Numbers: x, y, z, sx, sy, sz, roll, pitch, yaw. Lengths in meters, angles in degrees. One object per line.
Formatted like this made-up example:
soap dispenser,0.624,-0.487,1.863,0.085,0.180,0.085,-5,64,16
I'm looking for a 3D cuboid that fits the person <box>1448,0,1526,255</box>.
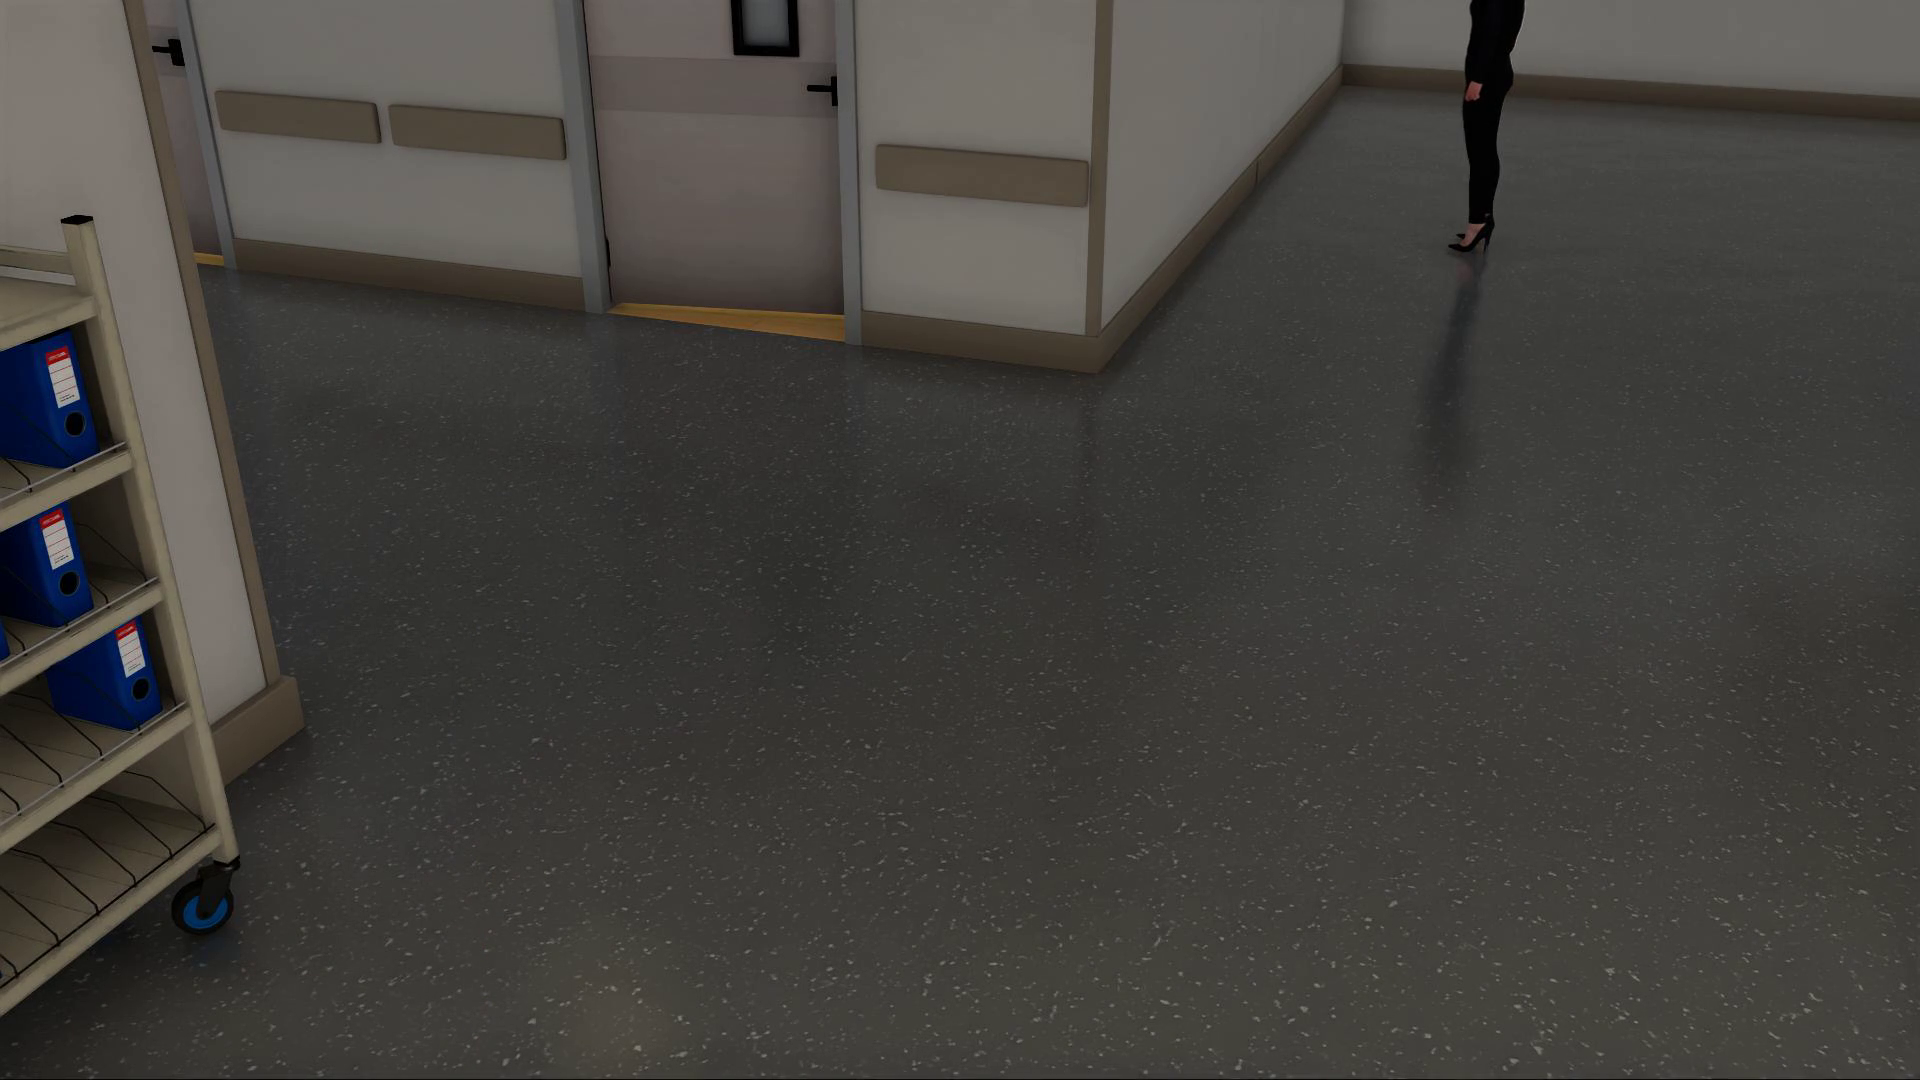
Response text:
person,2.698,-2.337,8.504,0.670,1.711,0.465,13,29,26
